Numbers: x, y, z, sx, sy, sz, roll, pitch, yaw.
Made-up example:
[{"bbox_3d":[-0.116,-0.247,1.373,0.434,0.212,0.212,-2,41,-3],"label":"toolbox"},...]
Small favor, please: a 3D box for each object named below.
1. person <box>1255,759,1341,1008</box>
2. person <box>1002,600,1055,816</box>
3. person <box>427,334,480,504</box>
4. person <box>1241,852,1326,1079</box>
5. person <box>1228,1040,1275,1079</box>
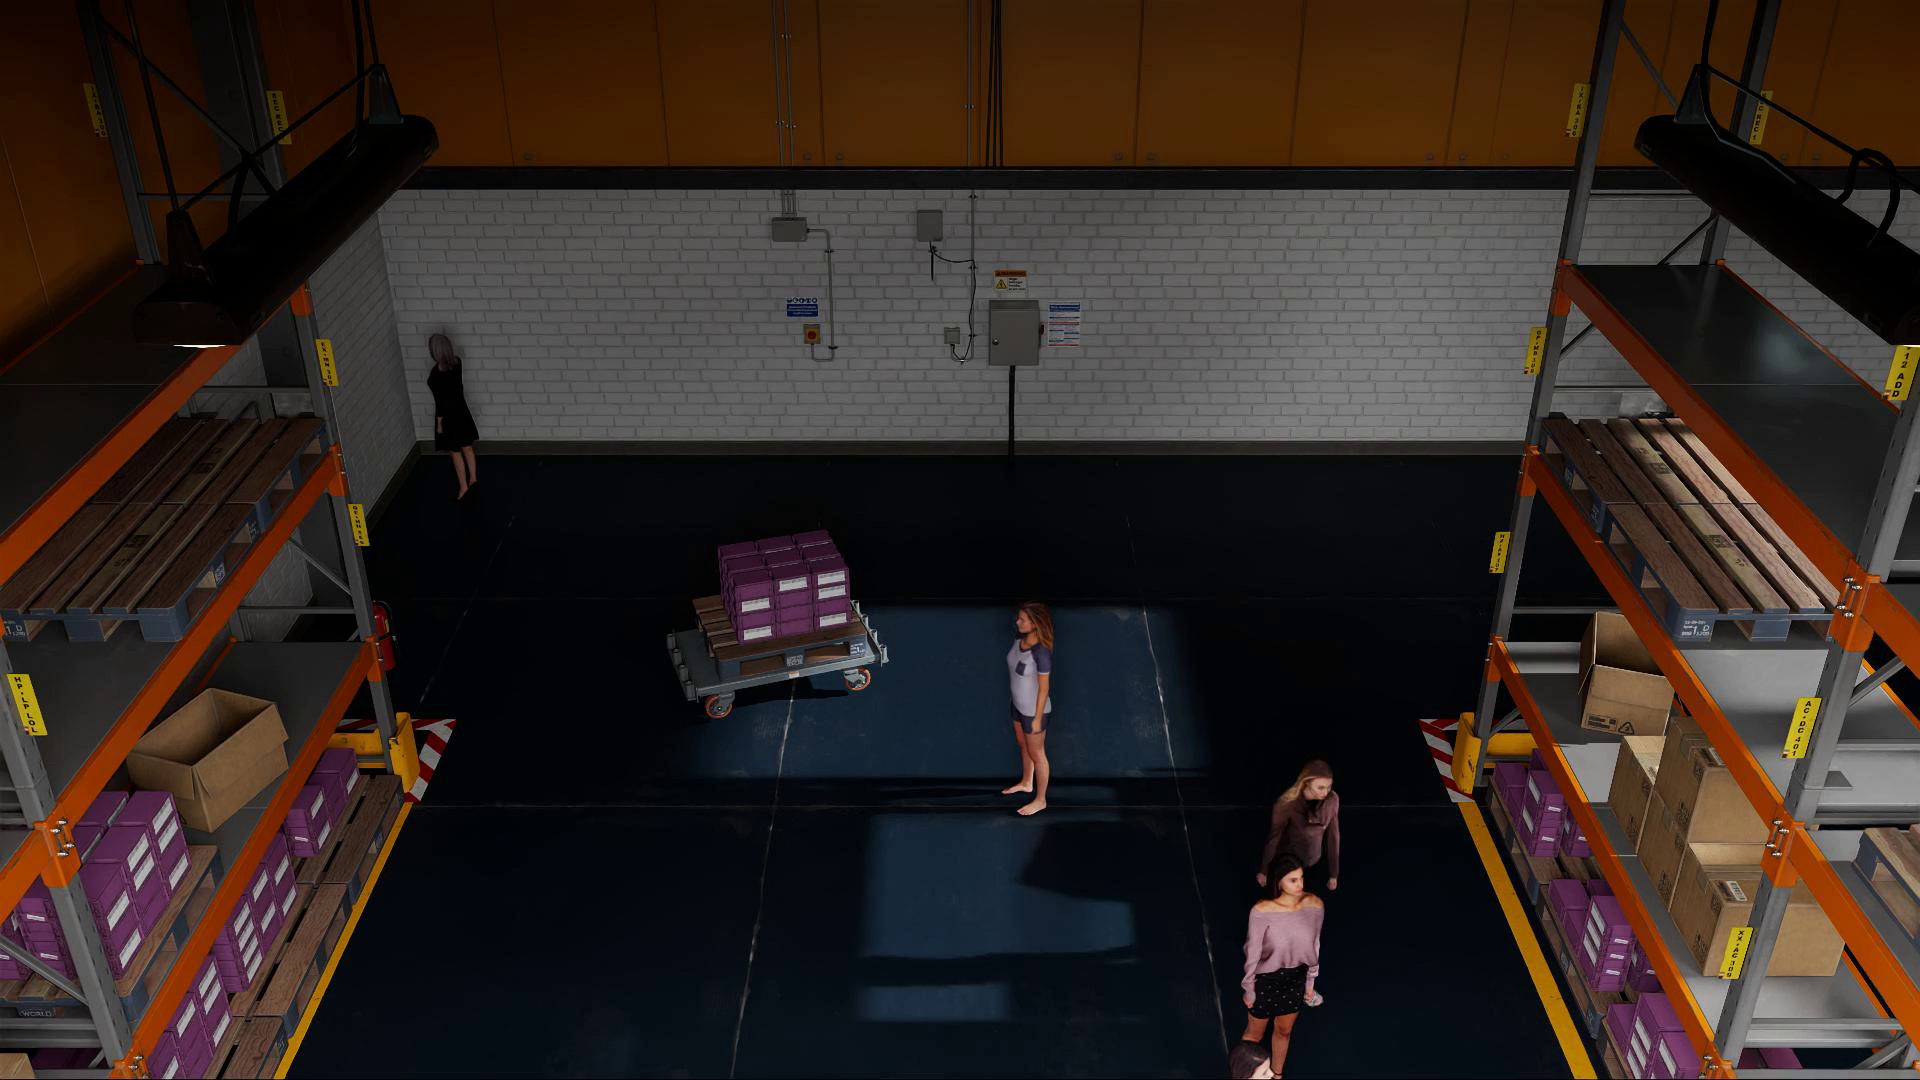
[{"bbox_3d":[2.060,2.002,10.445,0.902,1.655,1.179,-10,30,-18],"label":"person"},{"bbox_3d":[0.512,1.174,11.881,0.728,1.733,0.606,-11,31,-20],"label":"person"},{"bbox_3d":[-4.950,-1.190,16.202,0.736,1.746,0.617,10,30,18],"label":"person"},{"bbox_3d":[1.782,2.497,9.374,0.657,1.811,0.590,-5,29,-10],"label":"person"},{"bbox_3d":[1.418,3.146,8.391,0.707,1.614,0.553,9,30,16],"label":"person"}]
